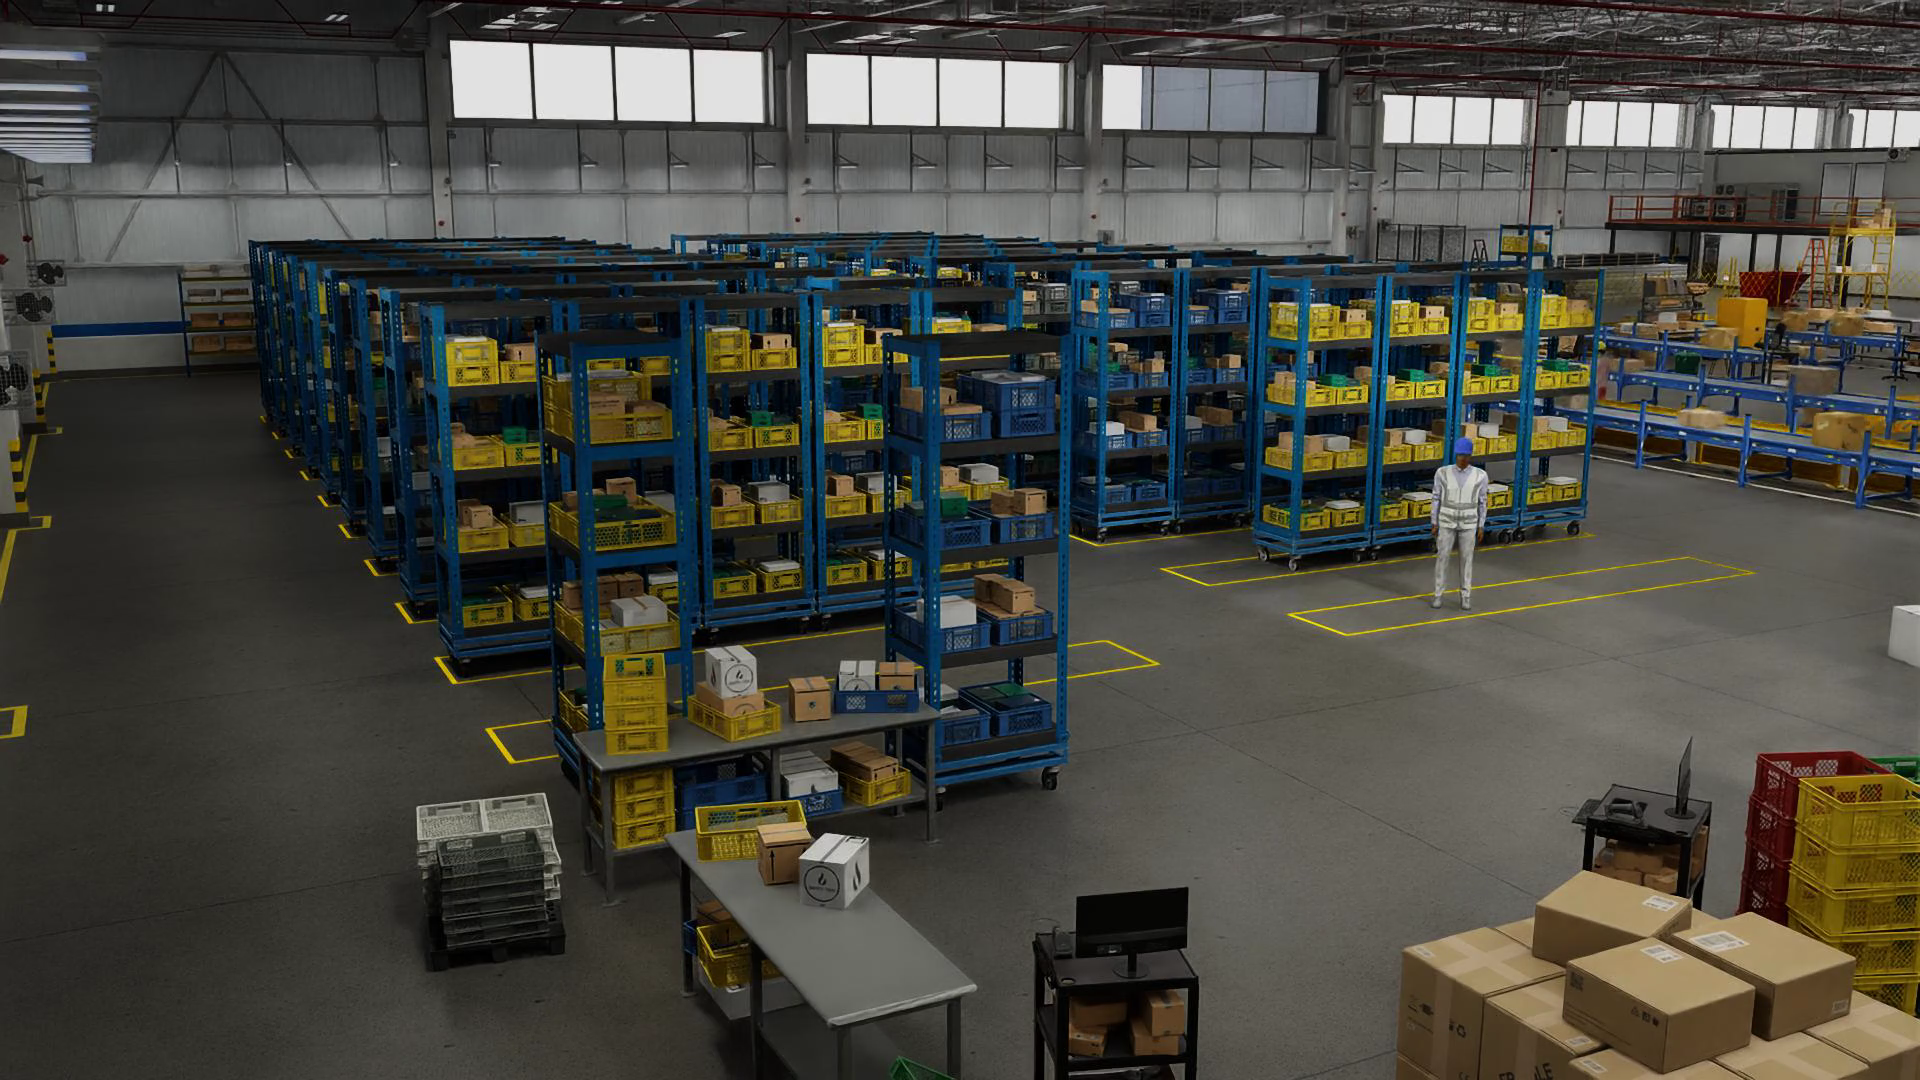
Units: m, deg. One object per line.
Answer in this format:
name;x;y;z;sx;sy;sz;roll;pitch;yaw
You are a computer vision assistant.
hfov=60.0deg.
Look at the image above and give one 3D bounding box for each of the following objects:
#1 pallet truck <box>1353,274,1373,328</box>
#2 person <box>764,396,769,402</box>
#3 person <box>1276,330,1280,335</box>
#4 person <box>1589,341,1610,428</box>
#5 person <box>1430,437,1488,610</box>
pallet truck;13.011;-8.050;55.243;0.823;1.965;1.885;-7;14;-28
person;-3.375;-1.968;27.237;0.593;1.819;0.455;-8;15;-33
person;8.749;-5.771;44.835;0.659;1.886;0.544;6;13;25
person;12.162;-2.913;31.763;0.525;1.769;0.316;-8;14;-32
person;5.560;-0.187;18.576;0.605;1.951;0.382;3;12;14
